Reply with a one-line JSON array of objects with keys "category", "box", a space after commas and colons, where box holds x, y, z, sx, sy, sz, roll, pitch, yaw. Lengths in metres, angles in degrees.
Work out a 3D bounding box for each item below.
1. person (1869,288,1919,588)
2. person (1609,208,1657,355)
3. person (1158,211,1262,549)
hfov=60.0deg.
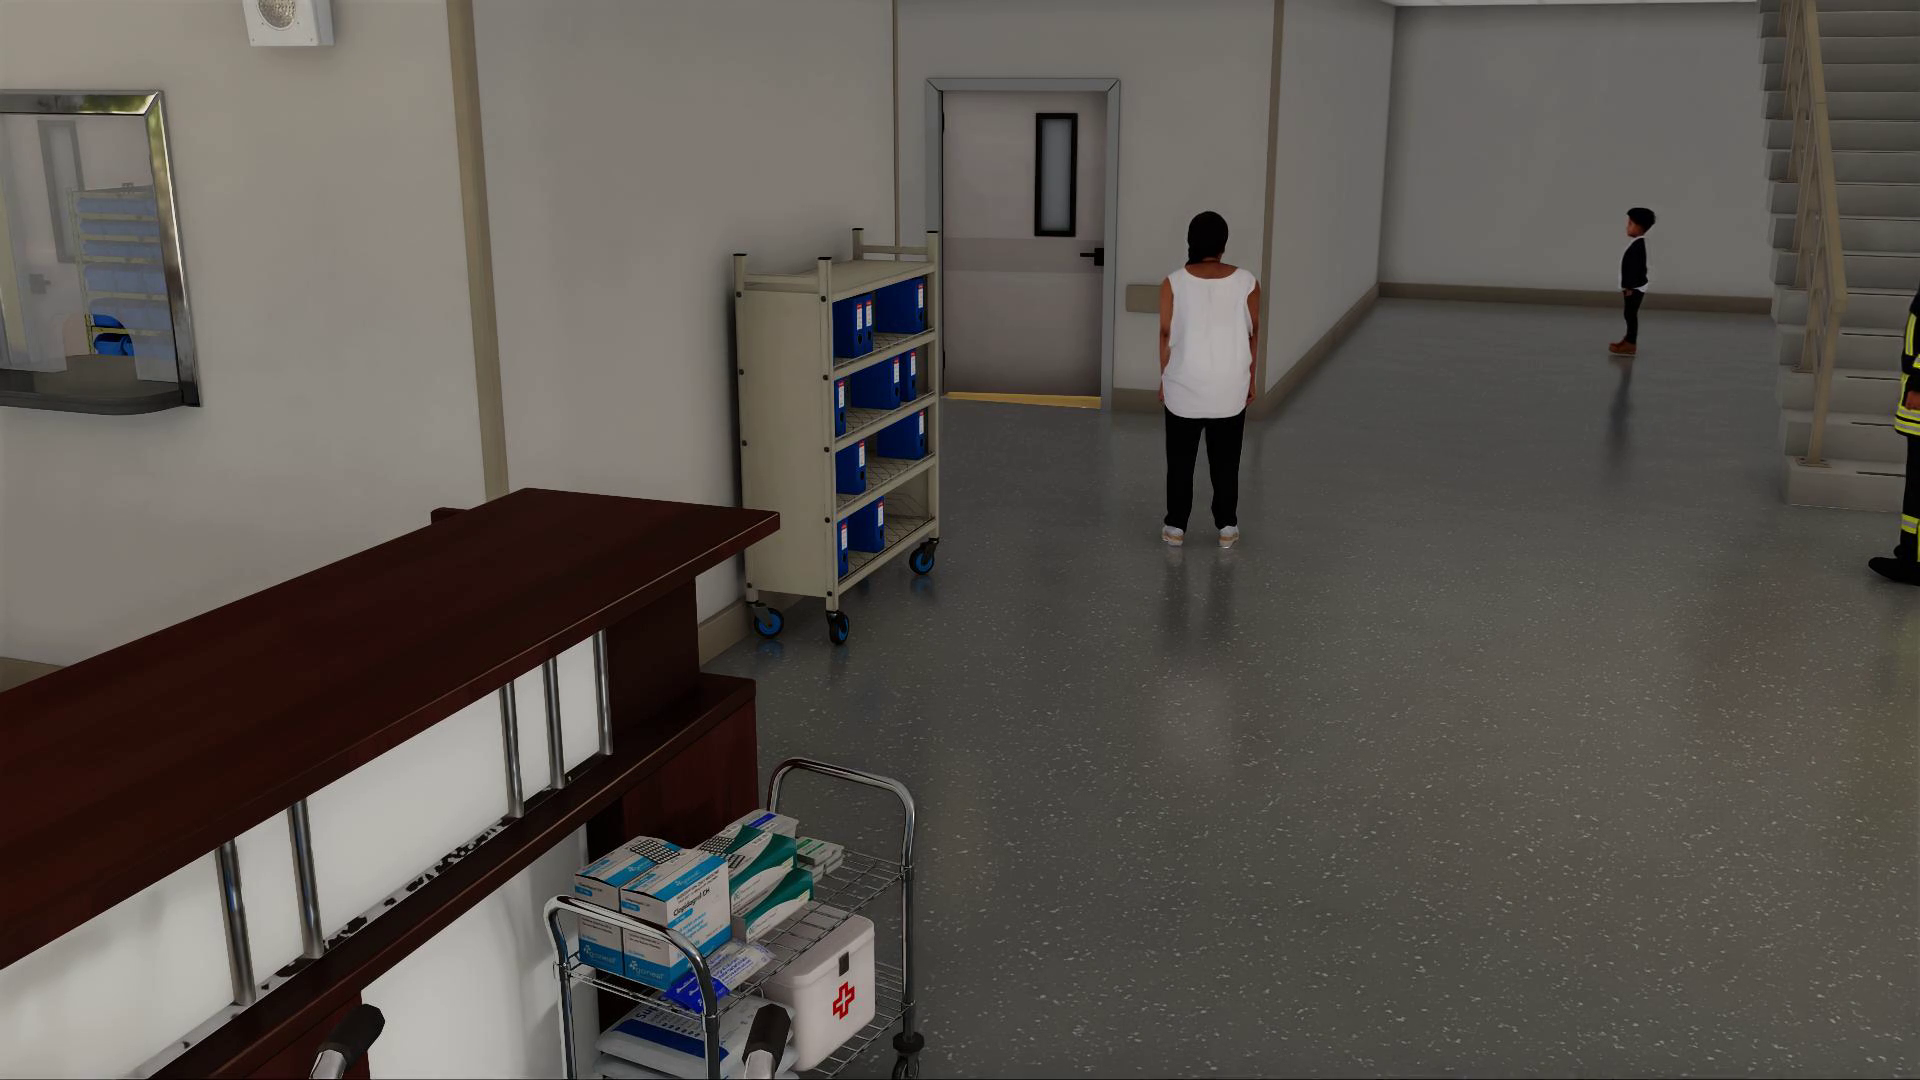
[{"category": "person", "box": [4.617, -0.749, 7.738, 0.826, 1.928, 0.955, -12, 20, -37]}, {"category": "person", "box": [5.717, -2.202, 14.112, 0.560, 1.226, 0.414, 6, 17, 20]}, {"category": "person", "box": [1.231, -0.809, 8.392, 0.720, 1.688, 0.692, 1, 16, 4]}]
